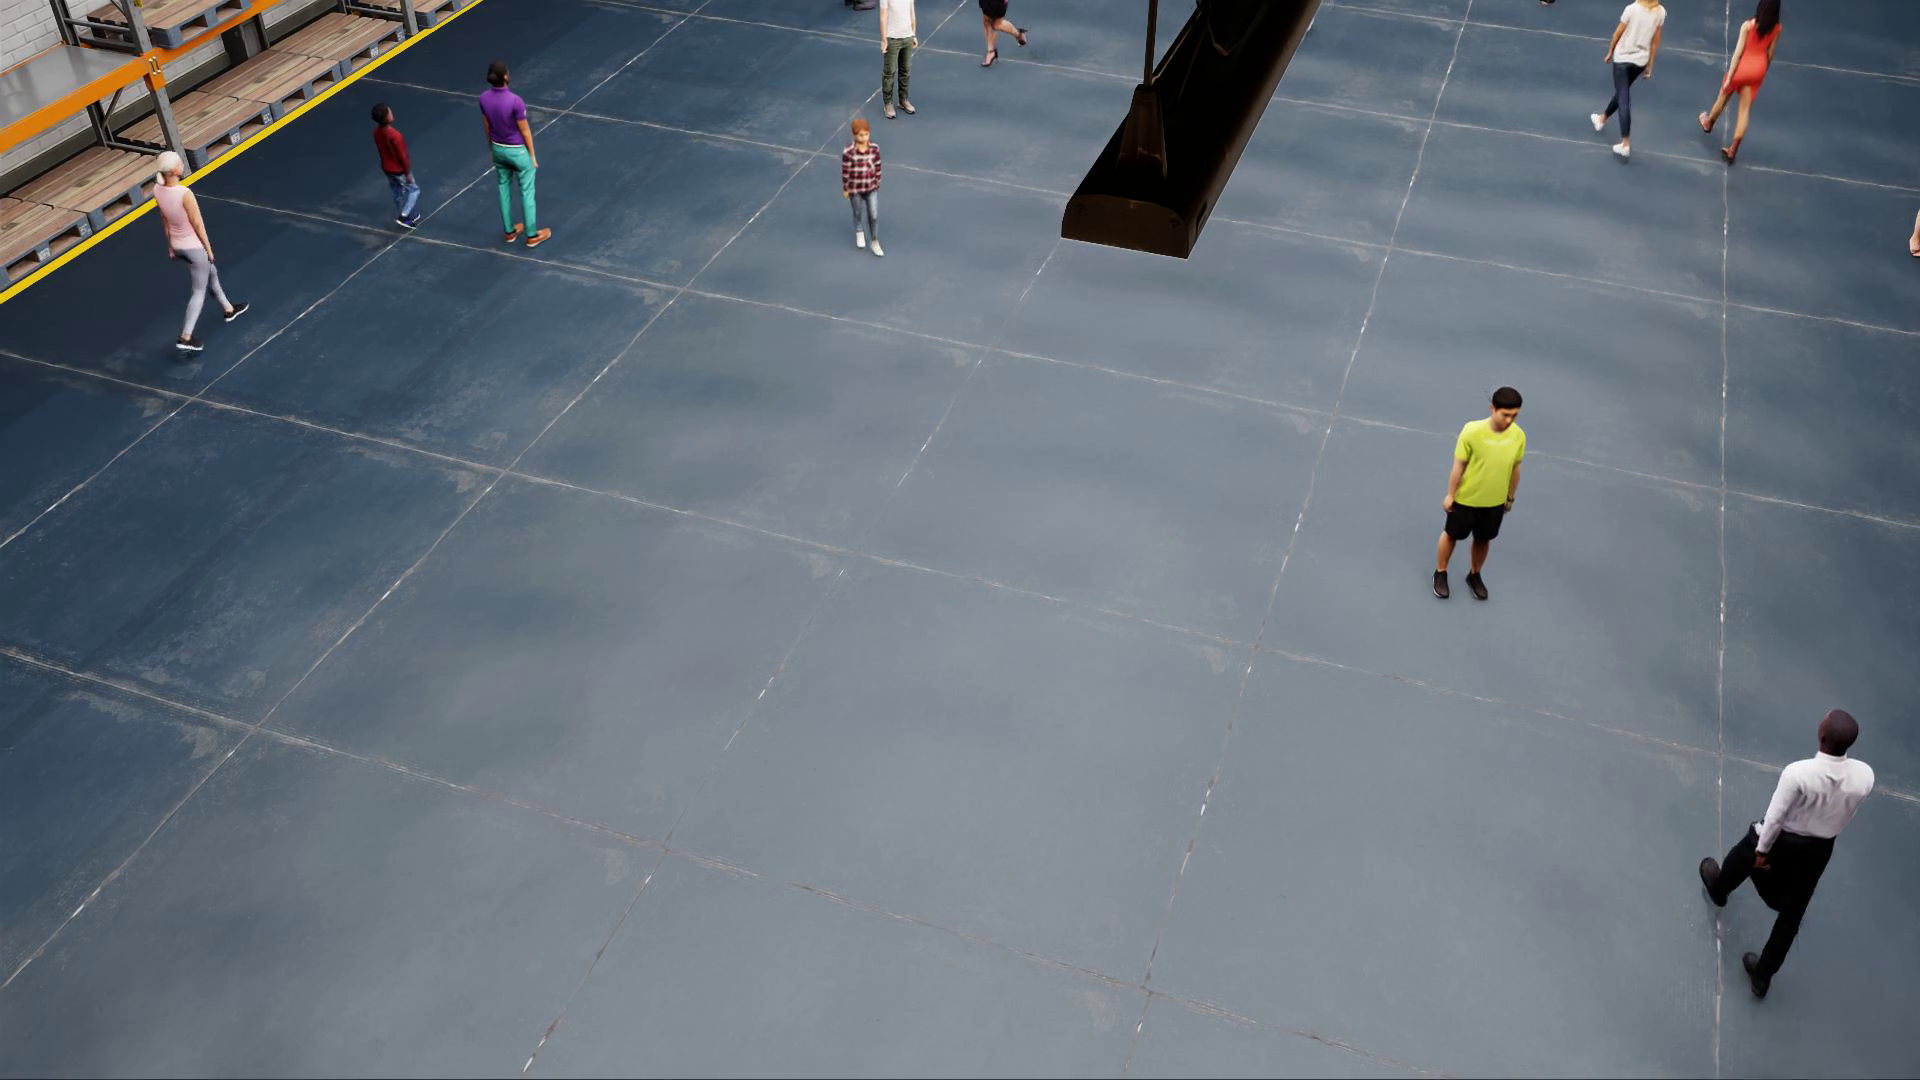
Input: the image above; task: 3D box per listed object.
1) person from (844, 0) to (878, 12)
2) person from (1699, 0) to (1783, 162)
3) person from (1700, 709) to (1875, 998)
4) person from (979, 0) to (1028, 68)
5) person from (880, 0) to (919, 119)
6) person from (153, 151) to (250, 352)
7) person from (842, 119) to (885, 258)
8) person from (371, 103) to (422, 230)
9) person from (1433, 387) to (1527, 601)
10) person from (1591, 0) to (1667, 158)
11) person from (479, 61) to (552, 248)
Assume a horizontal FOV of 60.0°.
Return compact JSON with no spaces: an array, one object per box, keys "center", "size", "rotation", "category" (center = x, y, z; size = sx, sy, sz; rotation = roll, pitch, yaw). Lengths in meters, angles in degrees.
[{"center":[-1.286,-7.359,20.078],"size":[0.827,1.839,0.785],"rotation":[-19,43,-23],"category":"person"},{"center":[7.978,-4.649,16.815],"size":[0.870,1.676,1.154],"rotation":[0,39,0],"category":"person"},{"center":[4.431,1.695,8.771],"size":[0.815,1.801,1.181],"rotation":[5,39,7],"category":"person"},{"center":[0.455,-6.156,18.683],"size":[0.996,1.701,0.930],"rotation":[-20,43,-24],"category":"person"},{"center":[-0.657,-5.348,17.709],"size":[0.658,1.653,0.728],"rotation":[-19,42,-22],"category":"person"},{"center":[-6.520,-2.404,13.989],"size":[0.575,1.695,1.139],"rotation":[15,41,18],"category":"person"},{"center":[-0.929,-3.328,15.471],"size":[0.734,1.289,0.824],"rotation":[-7,39,-9],"category":"person"},{"center":[-5.368,-3.507,15.727],"size":[0.566,1.248,0.608],"rotation":[22,44,25],"category":"person"},{"center":[3.551,-0.343,11.396],"size":[0.697,1.710,0.657],"rotation":[0,39,0],"category":"person"},{"center":[6.838,-4.770,16.905],"size":[0.945,1.753,1.231],"rotation":[-4,39,-4],"category":"person"},{"center":[-4.158,-3.577,15.400],"size":[0.630,1.767,0.558],"rotation":[10,40,12],"category":"person"}]
